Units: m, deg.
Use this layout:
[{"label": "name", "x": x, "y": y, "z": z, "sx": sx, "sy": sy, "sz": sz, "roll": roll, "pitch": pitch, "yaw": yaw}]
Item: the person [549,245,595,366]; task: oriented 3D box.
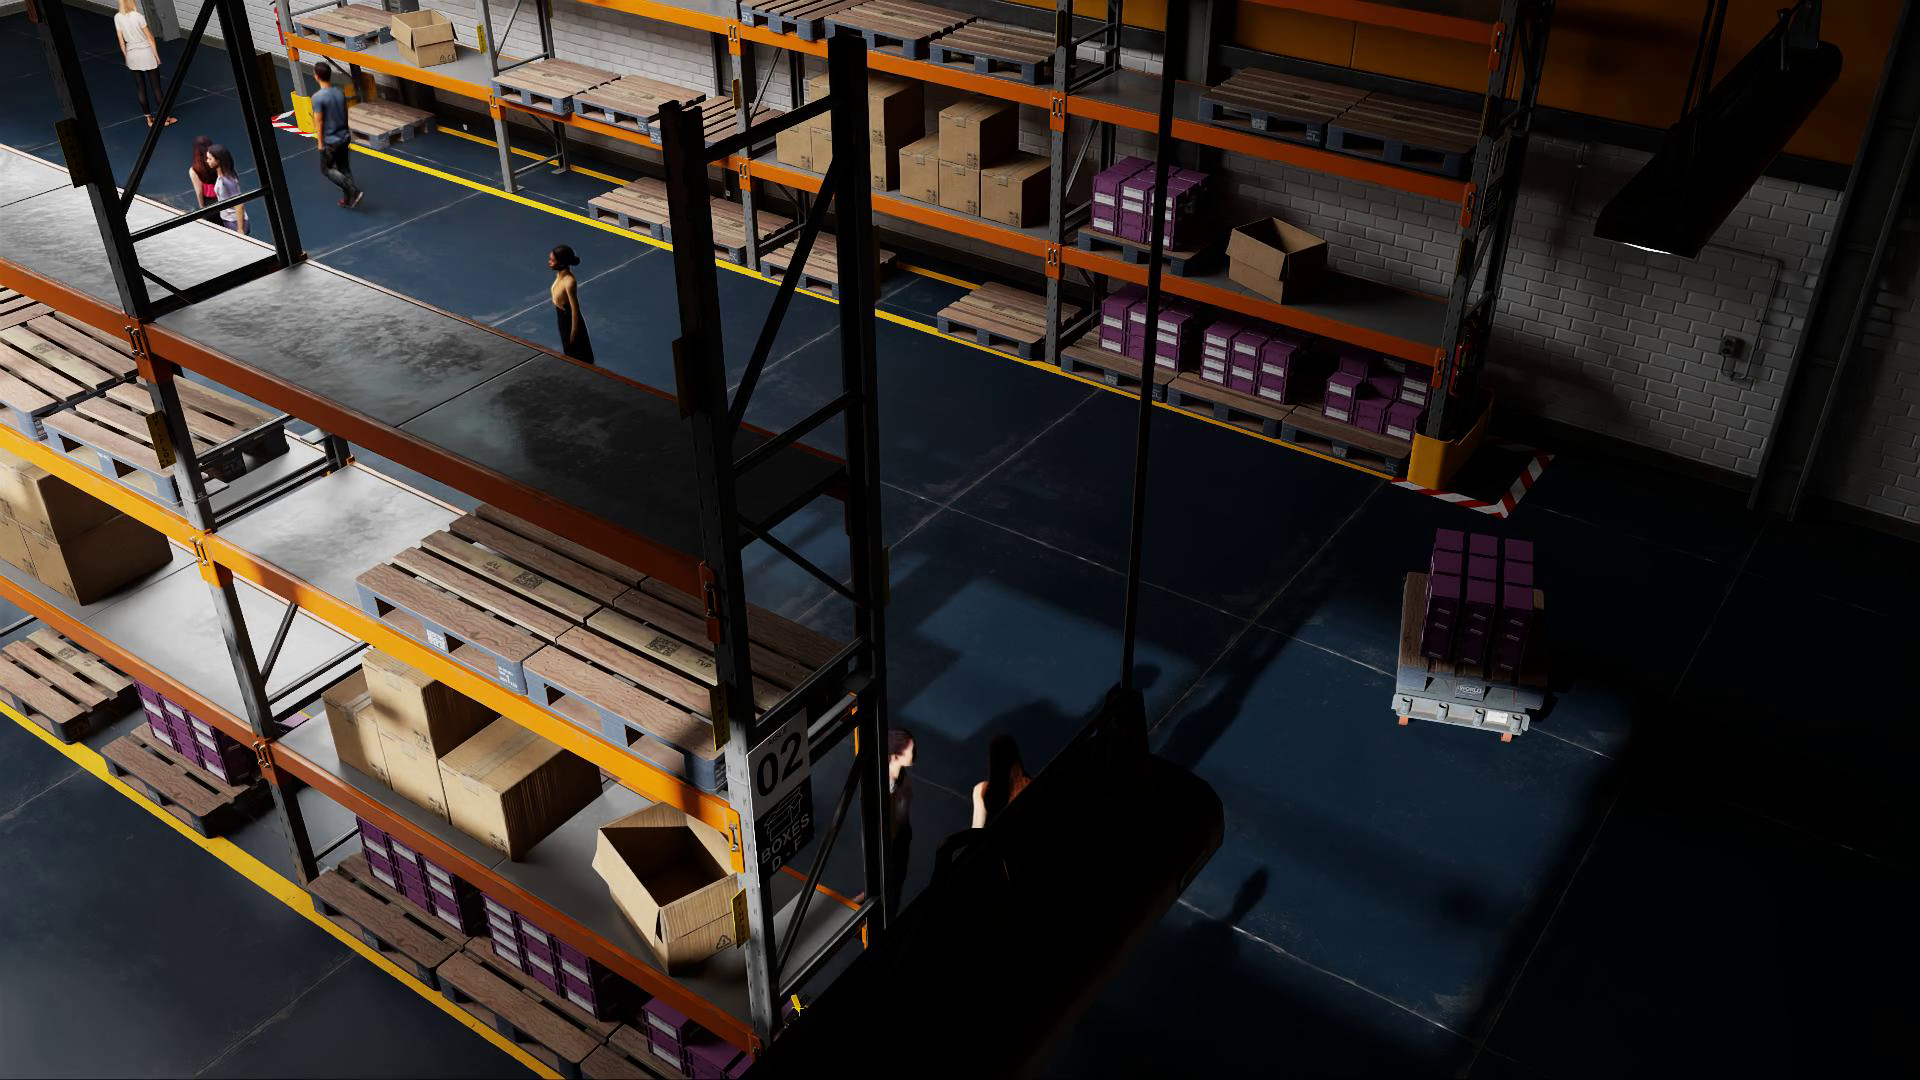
[{"label": "person", "x": -3.687, "y": -2.021, "z": 15.778, "sx": 0.727, "sy": 1.653, "sz": 0.626, "roll": -14, "pitch": 36, "yaw": -21}]

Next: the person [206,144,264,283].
[{"label": "person", "x": -7.736, "y": -3.387, "z": 17.761, "sx": 0.705, "sy": 1.733, "sz": 0.542, "roll": -22, "pitch": 39, "yaw": -29}]

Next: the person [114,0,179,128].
[{"label": "person", "x": -10.966, "y": -6.448, "z": 22.281, "sx": 0.664, "sy": 1.827, "sz": 0.736, "roll": -4, "pitch": 34, "yaw": -5}]

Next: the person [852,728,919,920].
[{"label": "person", "x": -0.508, "y": 1.784, "z": 10.091, "sx": 0.867, "sy": 1.609, "sz": 0.773, "roll": 6, "pitch": 34, "yaw": 9}]

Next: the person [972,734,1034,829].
[{"label": "person", "x": 0.265, "y": 1.859, "z": 9.879, "sx": 0.642, "sy": 1.721, "sz": 0.707, "roll": -5, "pitch": 34, "yaw": -7}]

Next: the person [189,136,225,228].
[{"label": "person", "x": -8.080, "y": -3.613, "z": 18.166, "sx": 0.637, "sy": 1.660, "sz": 0.602, "roll": -24, "pitch": 41, "yaw": -32}]

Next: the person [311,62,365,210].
[{"label": "person", "x": -7.369, "y": -4.756, "z": 19.760, "sx": 0.818, "sy": 1.800, "sz": 0.753, "roll": 14, "pitch": 36, "yaw": 20}]
